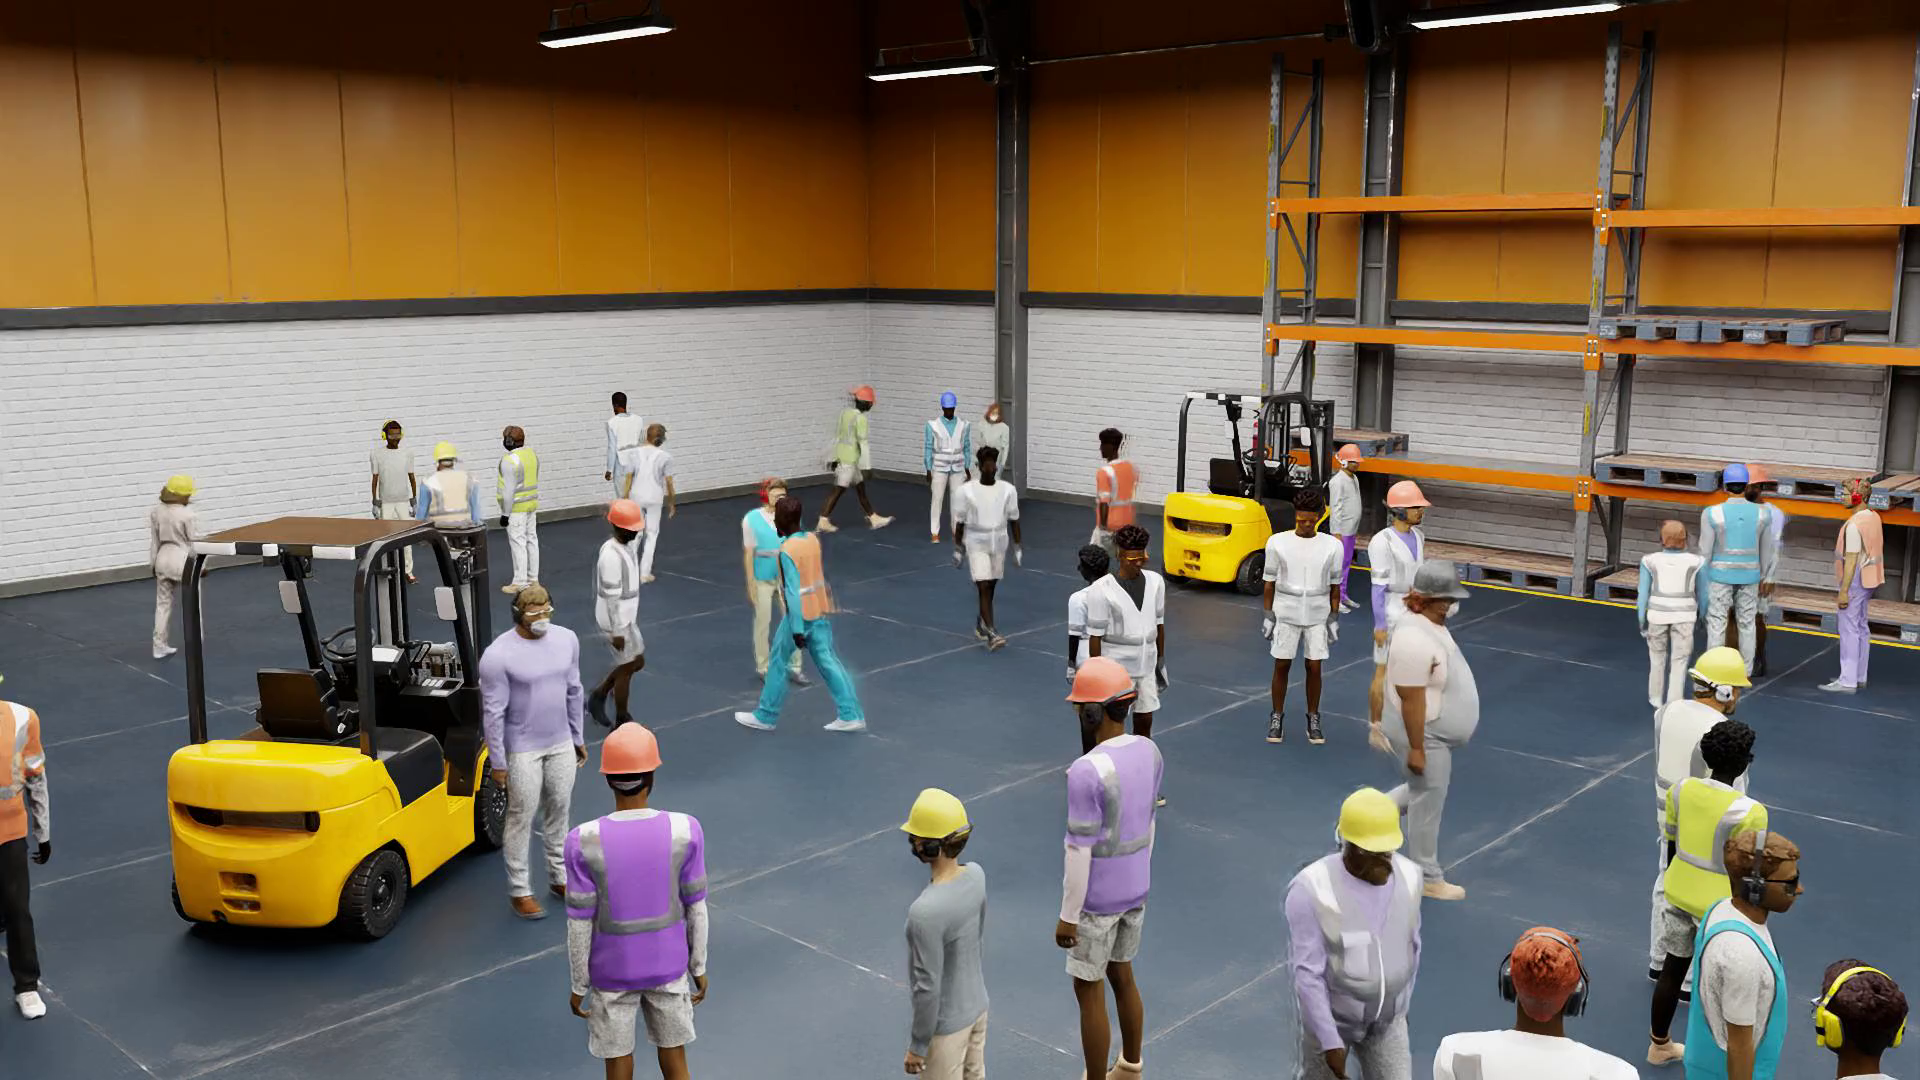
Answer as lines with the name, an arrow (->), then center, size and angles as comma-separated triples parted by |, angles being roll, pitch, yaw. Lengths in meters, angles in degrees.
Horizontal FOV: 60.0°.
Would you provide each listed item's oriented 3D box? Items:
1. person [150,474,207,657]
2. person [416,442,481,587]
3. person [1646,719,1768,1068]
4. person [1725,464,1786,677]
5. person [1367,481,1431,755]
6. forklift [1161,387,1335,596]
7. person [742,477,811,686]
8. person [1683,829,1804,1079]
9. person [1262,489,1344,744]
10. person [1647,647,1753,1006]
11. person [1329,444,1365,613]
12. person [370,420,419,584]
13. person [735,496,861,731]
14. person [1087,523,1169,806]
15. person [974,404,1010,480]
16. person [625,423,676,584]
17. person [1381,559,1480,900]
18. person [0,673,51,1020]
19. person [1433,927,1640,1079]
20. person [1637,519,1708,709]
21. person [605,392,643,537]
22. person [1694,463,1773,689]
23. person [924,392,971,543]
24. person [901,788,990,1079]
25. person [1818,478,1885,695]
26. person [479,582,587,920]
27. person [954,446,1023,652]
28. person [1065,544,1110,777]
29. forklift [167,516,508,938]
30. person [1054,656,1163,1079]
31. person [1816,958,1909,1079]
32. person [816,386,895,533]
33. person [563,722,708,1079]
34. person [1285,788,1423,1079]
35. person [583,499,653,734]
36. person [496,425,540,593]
person -> -7.212, 0.239, 15.304 | 0.520, 1.715, 0.351 | 3, 10, 17
person -> -5.273, -0.104, 17.021 | 0.607, 1.791, 0.869 | -9, 14, -42
person -> 3.361, 1.633, 7.474 | 0.323, 1.690, 0.546 | -3, 10, -18
person -> 6.876, 0.293, 14.484 | 0.754, 1.910, 0.597 | -7, 12, -33
person -> 3.298, 0.570, 12.479 | 0.362, 2.048, 0.610 | 10, 14, 44
forklift -> 3.298, -0.608, 18.767 | 1.214, 2.155, 2.313 | 9, 13, 42
person -> -1.567, 0.371, 14.243 | 0.581, 1.818, 0.677 | -6, 12, -30
person -> 2.644, 1.868, 5.665 | 0.332, 1.844, 0.518 | 3, 10, 18
person -> 2.602, 0.580, 12.666 | 0.603, 1.962, 0.368 | 1, 10, 6
person -> 3.689, 1.423, 8.287 | 0.403, 1.818, 0.601 | -2, 10, -13
person -> 4.024, -0.131, 17.308 | 0.333, 1.749, 0.574 | 6, 12, 31
person -> -6.334, -0.417, 18.645 | 0.509, 1.860, 0.334 | -6, 12, -31
person -> -1.234, 0.586, 12.933 | 0.993, 1.873, 0.604 | 4, 11, 20
person -> 1.131, 0.852, 11.163 | 0.616, 1.951, 0.388 | -6, 11, -30
person -> 0.437, -1.125, 23.407 | 0.520, 1.585, 0.795 | 2, 10, 11
person -> -3.500, -0.408, 18.743 | 0.559, 1.802, 0.474 | 1, 10, 5
person -> 2.641, 1.071, 9.649 | 0.707, 2.000, 0.680 | 4, 11, 20
person -> -4.699, 1.422, 8.017 | 0.596, 1.917, 0.398 | -9, 13, -42
person -> 1.624, 2.012, 4.737 | 0.573, 1.883, 0.353 | 4, 11, 22
person -> 5.700, 0.638, 13.339 | 0.522, 1.604, 0.773 | 5, 11, 27
person -> -4.358, -0.972, 21.640 | 0.391, 1.914, 0.587 | 7, 12, 35
person -> 6.603, 0.316, 14.232 | 0.602, 1.940, 0.402 | 1, 10, 5
person -> -0.150, -0.924, 21.271 | 0.616, 1.945, 0.404 | -3, 10, -16
person -> -0.069, 1.799, 6.284 | 0.331, 1.767, 0.527 | 5, 11, 25
person -> 7.605, 0.393, 14.099 | 0.383, 1.836, 0.566 | 9, 14, 43
person -> -2.393, 1.174, 9.396 | 0.384, 1.930, 0.632 | 9, 13, 41
person -> 0.291, 0.069, 15.707 | 0.627, 1.909, 0.987 | -3, 10, -18
person -> 0.966, 0.869, 11.807 | 0.531, 1.688, 0.321 | -9, 13, -41
forklift -> -3.583, 0.976, 9.748 | 1.214, 2.155, 2.313 | 2, 10, 11
person -> 0.618, 1.507, 7.208 | 0.409, 2.029, 0.613 | 7, 12, 36
person -> 2.396, 2.057, 4.556 | 0.510, 1.861, 0.324 | -2, 10, -11
person -> -1.411, -1.060, 22.036 | 1.126, 1.946, 0.615 | -3, 11, -19
person -> -1.269, 1.668, 6.546 | 0.550, 1.933, 0.374 | -3, 11, -19
person -> 1.528, 1.800, 6.212 | 0.589, 1.784, 0.884 | -3, 10, -15
person -> -2.627, 0.606, 12.734 | 0.548, 1.896, 0.571 | 1, 10, 3
person -> -4.854, -0.338, 18.236 | 0.430, 1.845, 0.619 | 3, 10, 16
